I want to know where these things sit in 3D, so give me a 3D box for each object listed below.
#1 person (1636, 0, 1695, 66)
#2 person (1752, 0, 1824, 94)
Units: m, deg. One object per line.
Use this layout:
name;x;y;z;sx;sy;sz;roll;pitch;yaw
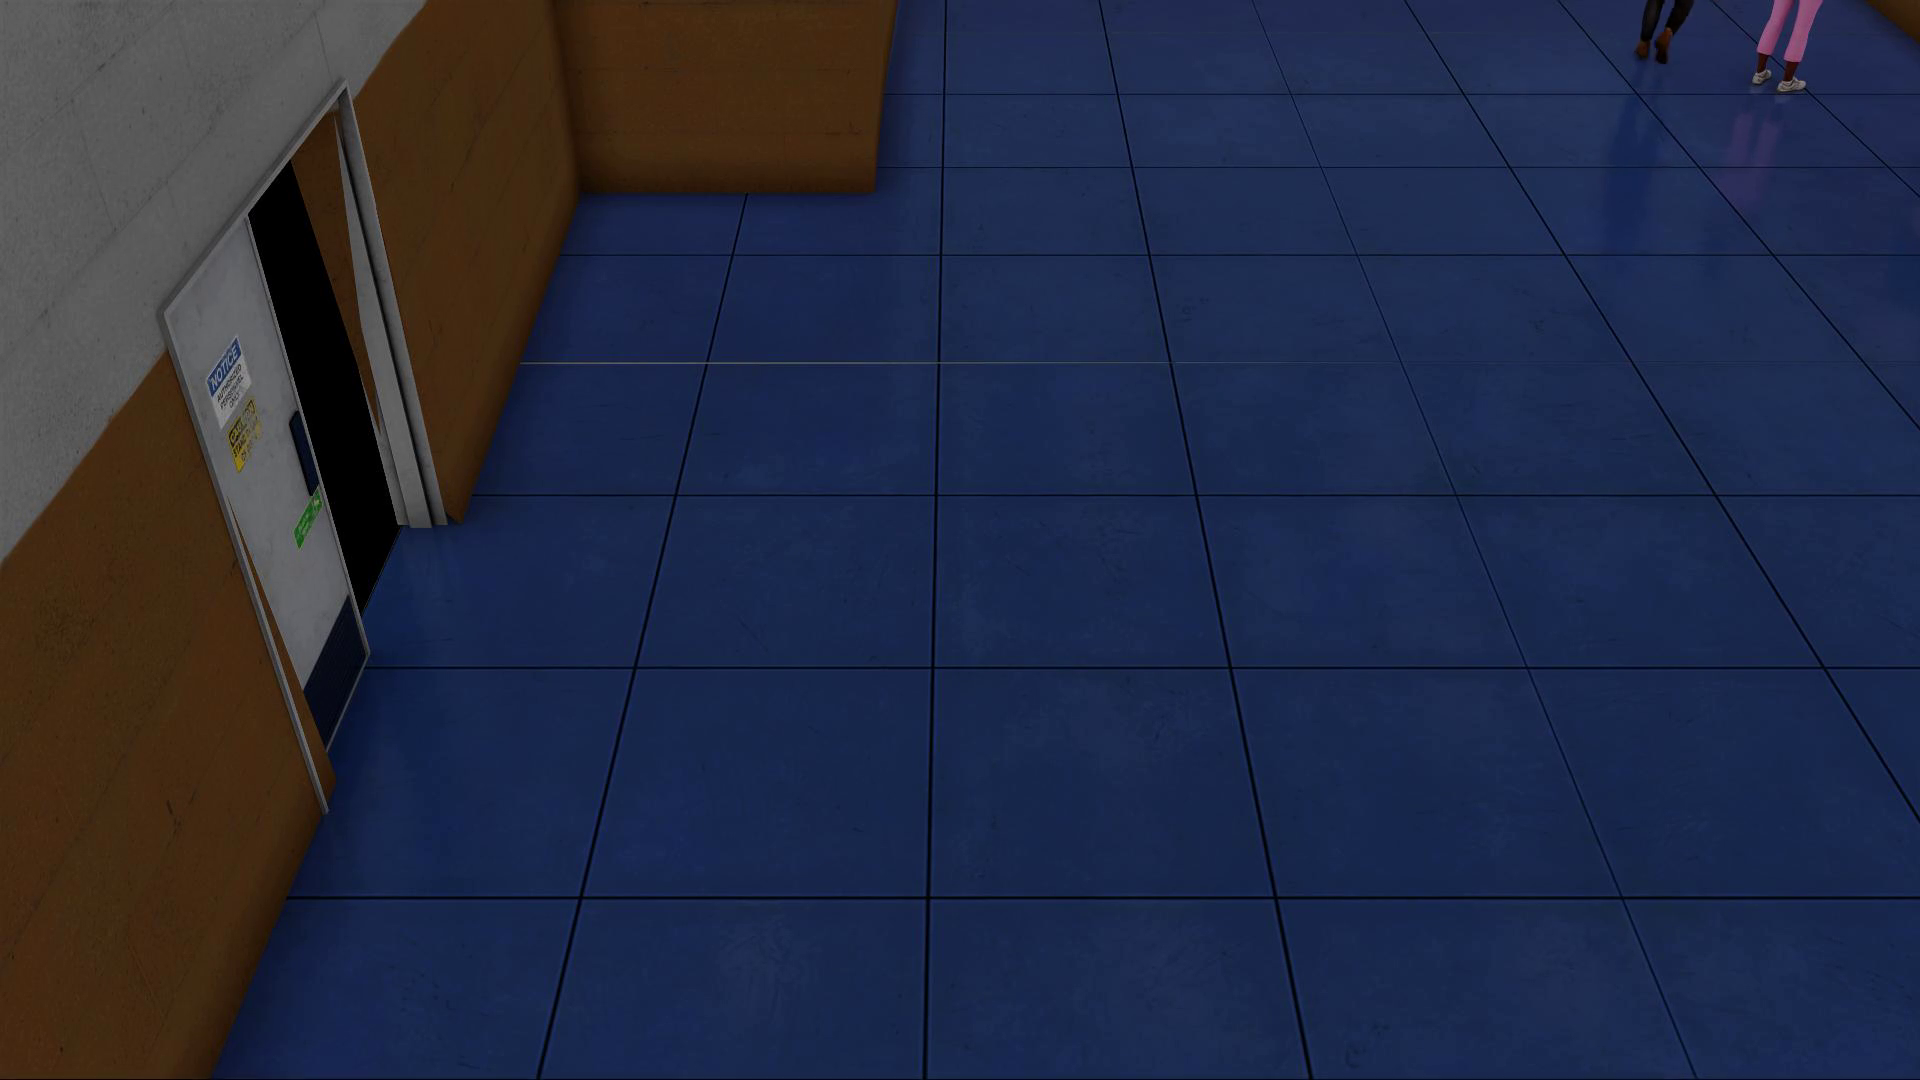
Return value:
person;5.554;-4.476;12.769;0.891;1.687;0.927;15;40;20
person;6.306;-4.228;12.393;0.693;1.741;0.649;-26;44;-30
